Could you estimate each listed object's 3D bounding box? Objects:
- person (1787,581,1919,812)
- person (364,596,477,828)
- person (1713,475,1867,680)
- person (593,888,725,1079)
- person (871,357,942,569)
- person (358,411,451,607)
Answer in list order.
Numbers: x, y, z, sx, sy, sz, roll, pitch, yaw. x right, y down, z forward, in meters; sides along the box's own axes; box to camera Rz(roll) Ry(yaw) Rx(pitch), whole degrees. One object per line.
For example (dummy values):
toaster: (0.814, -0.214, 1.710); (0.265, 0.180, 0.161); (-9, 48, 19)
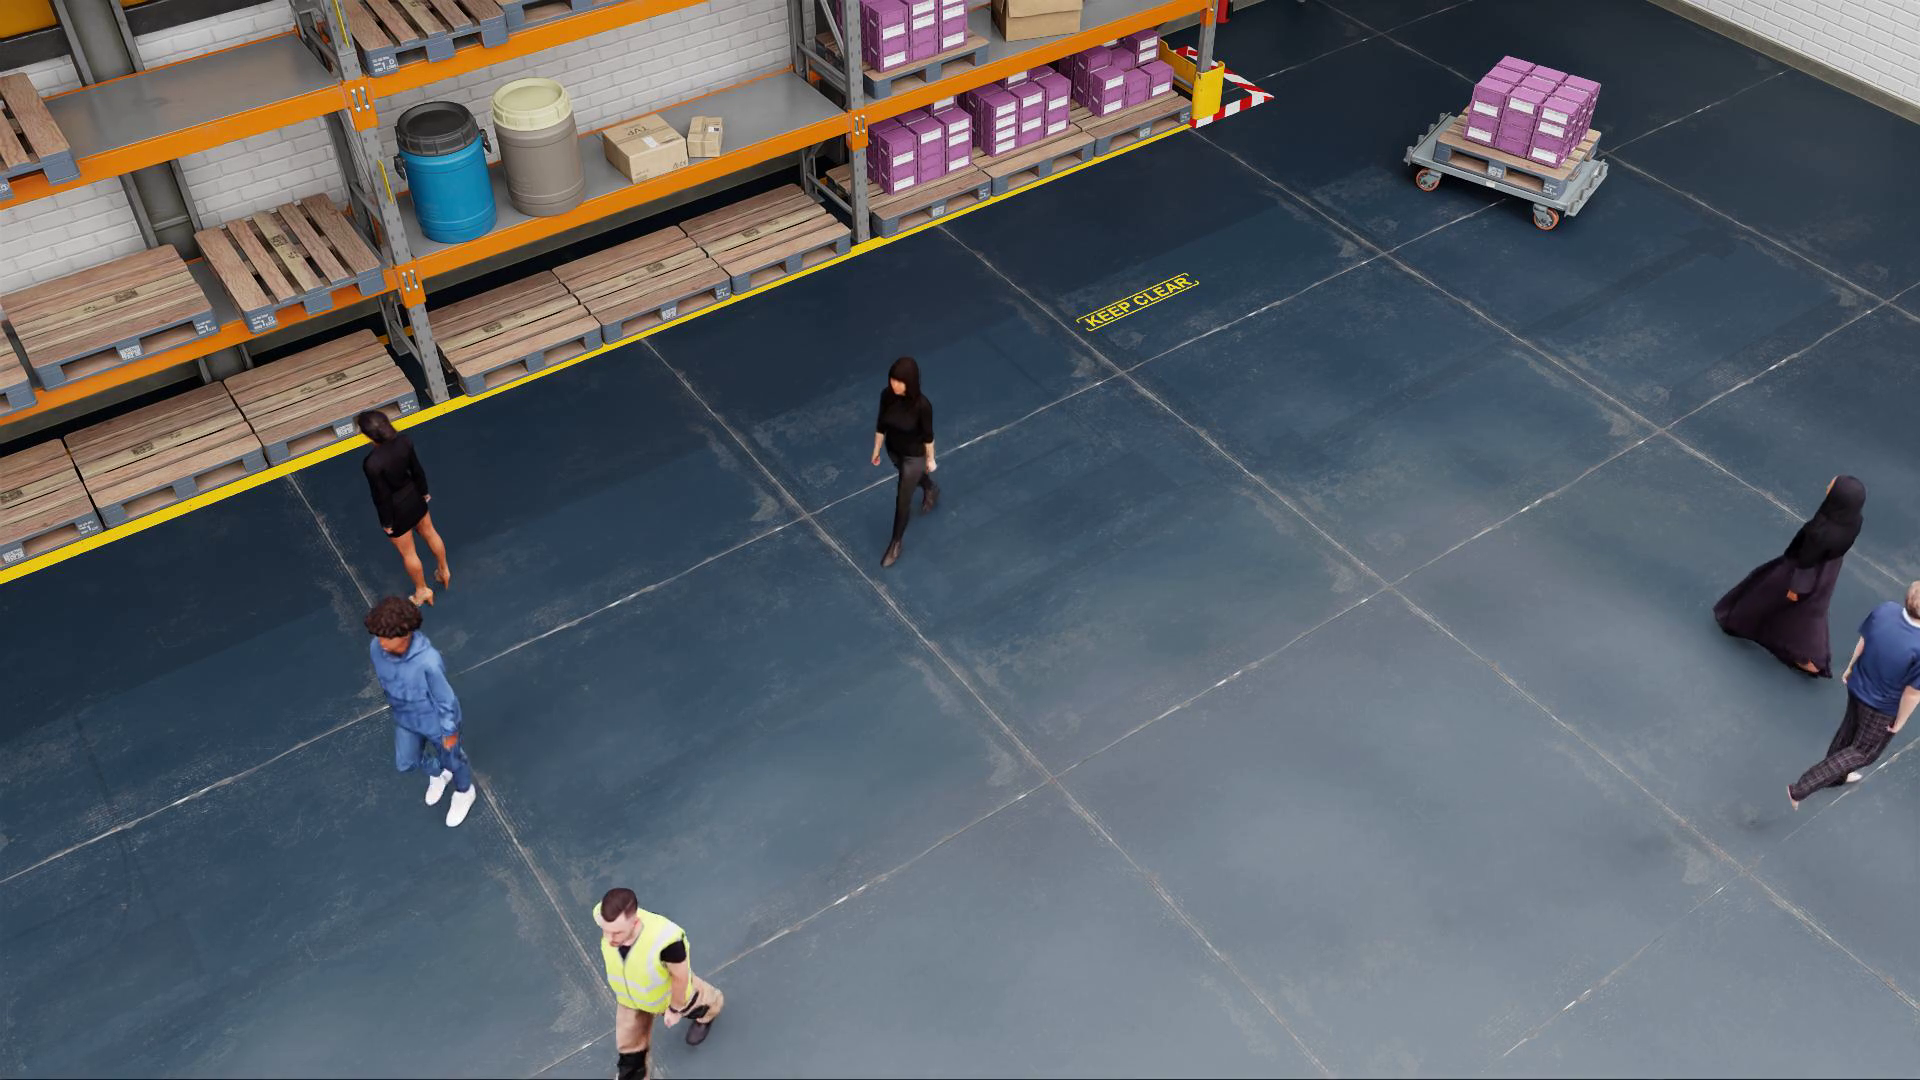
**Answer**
person: (5.334, 0.945, 9.806); (1.045, 1.851, 0.836); (-13, 45, -14)
person: (-3.114, 0.963, 9.828); (0.791, 1.796, 0.824); (13, 45, 14)
person: (5.547, 0.223, 10.737); (1.056, 1.613, 0.763); (-20, 47, -20)
person: (-1.536, 2.219, 8.521); (1.153, 1.781, 1.308); (15, 46, 15)
person: (-0.333, -0.660, 11.667); (0.862, 1.608, 1.149); (23, 48, 23)
person: (-3.740, -0.214, 11.176); (0.742, 1.640, 0.663); (21, 47, 21)
